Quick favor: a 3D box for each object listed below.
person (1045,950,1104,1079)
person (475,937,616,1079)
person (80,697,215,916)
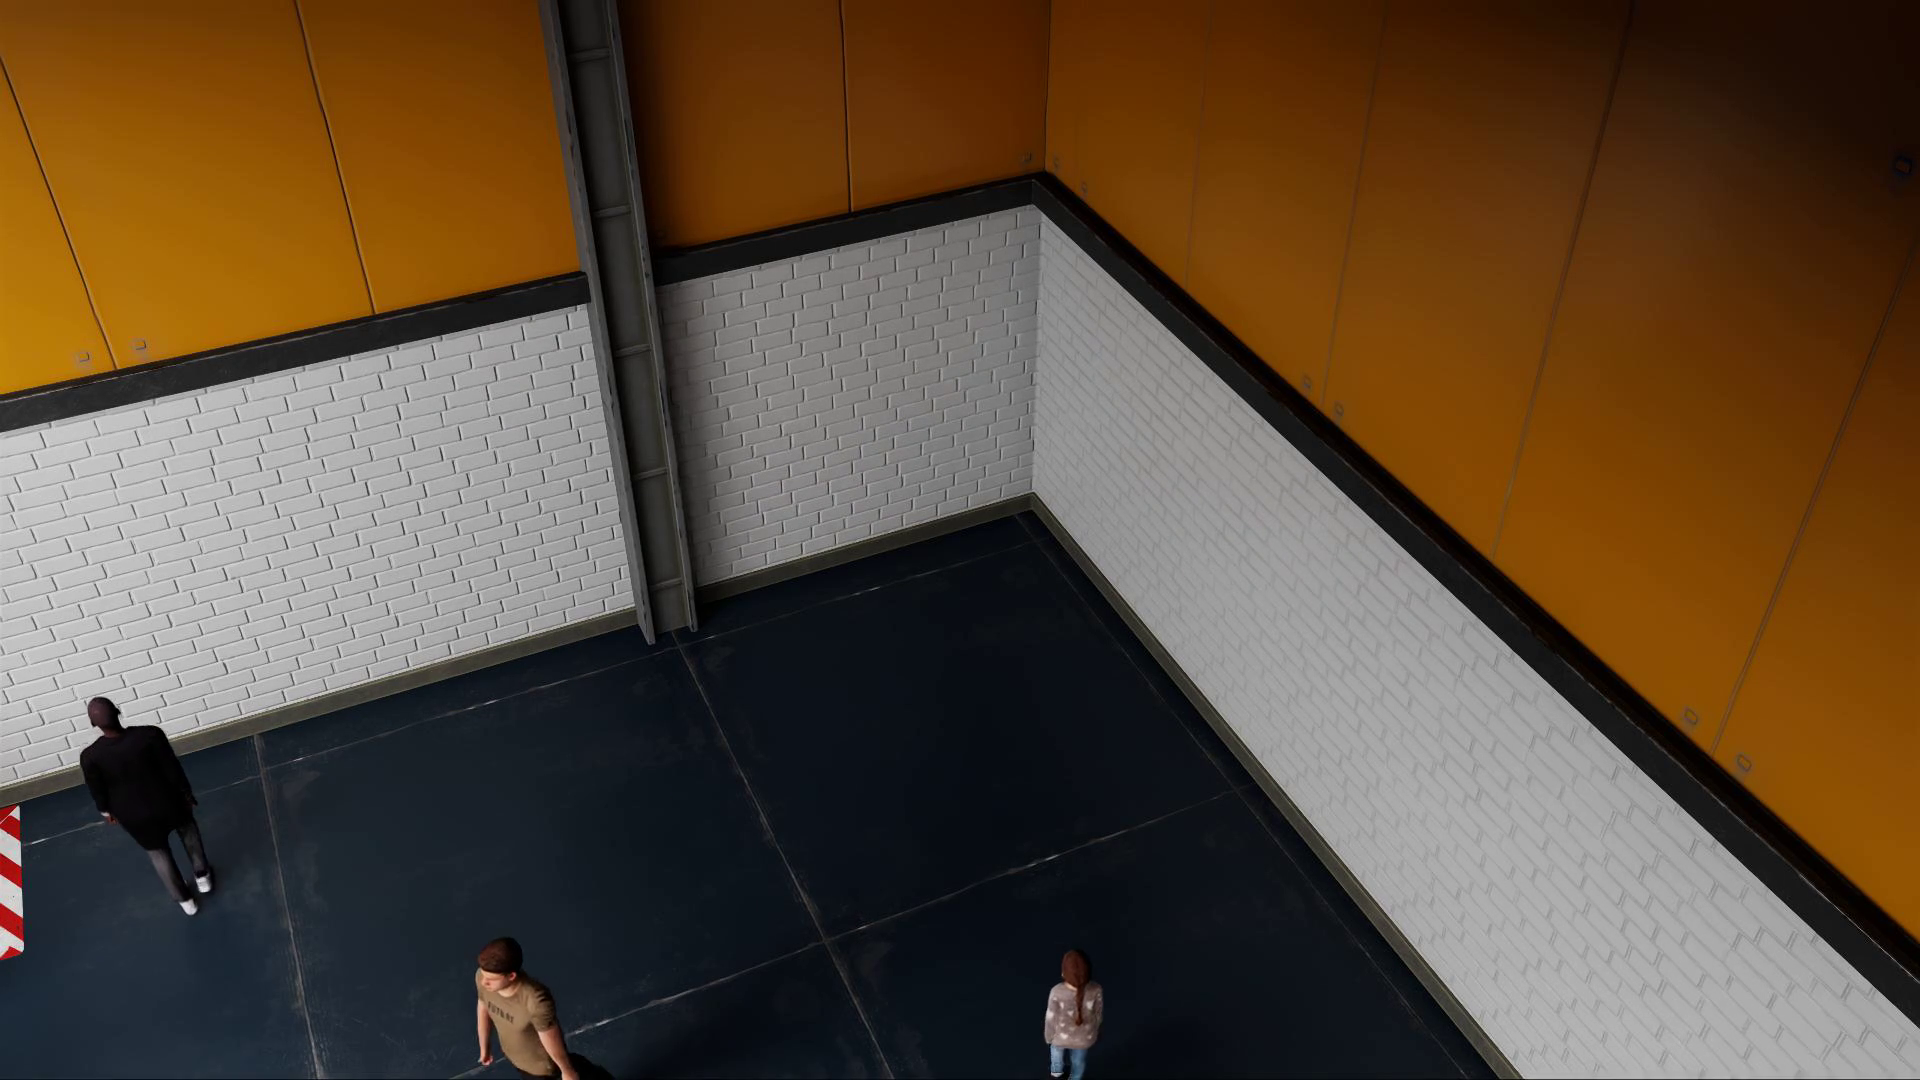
[{"bbox_3d":[0.631,2.716,9.112,0.490,1.188,0.597,0,39,-1],"label":"person"},{"bbox_3d":[-2.173,2.635,8.719,1.087,1.804,1.343,25,45,28],"label":"person"},{"bbox_3d":[-4.855,1.649,9.996,0.592,1.751,0.760,-20,43,-23],"label":"person"}]
